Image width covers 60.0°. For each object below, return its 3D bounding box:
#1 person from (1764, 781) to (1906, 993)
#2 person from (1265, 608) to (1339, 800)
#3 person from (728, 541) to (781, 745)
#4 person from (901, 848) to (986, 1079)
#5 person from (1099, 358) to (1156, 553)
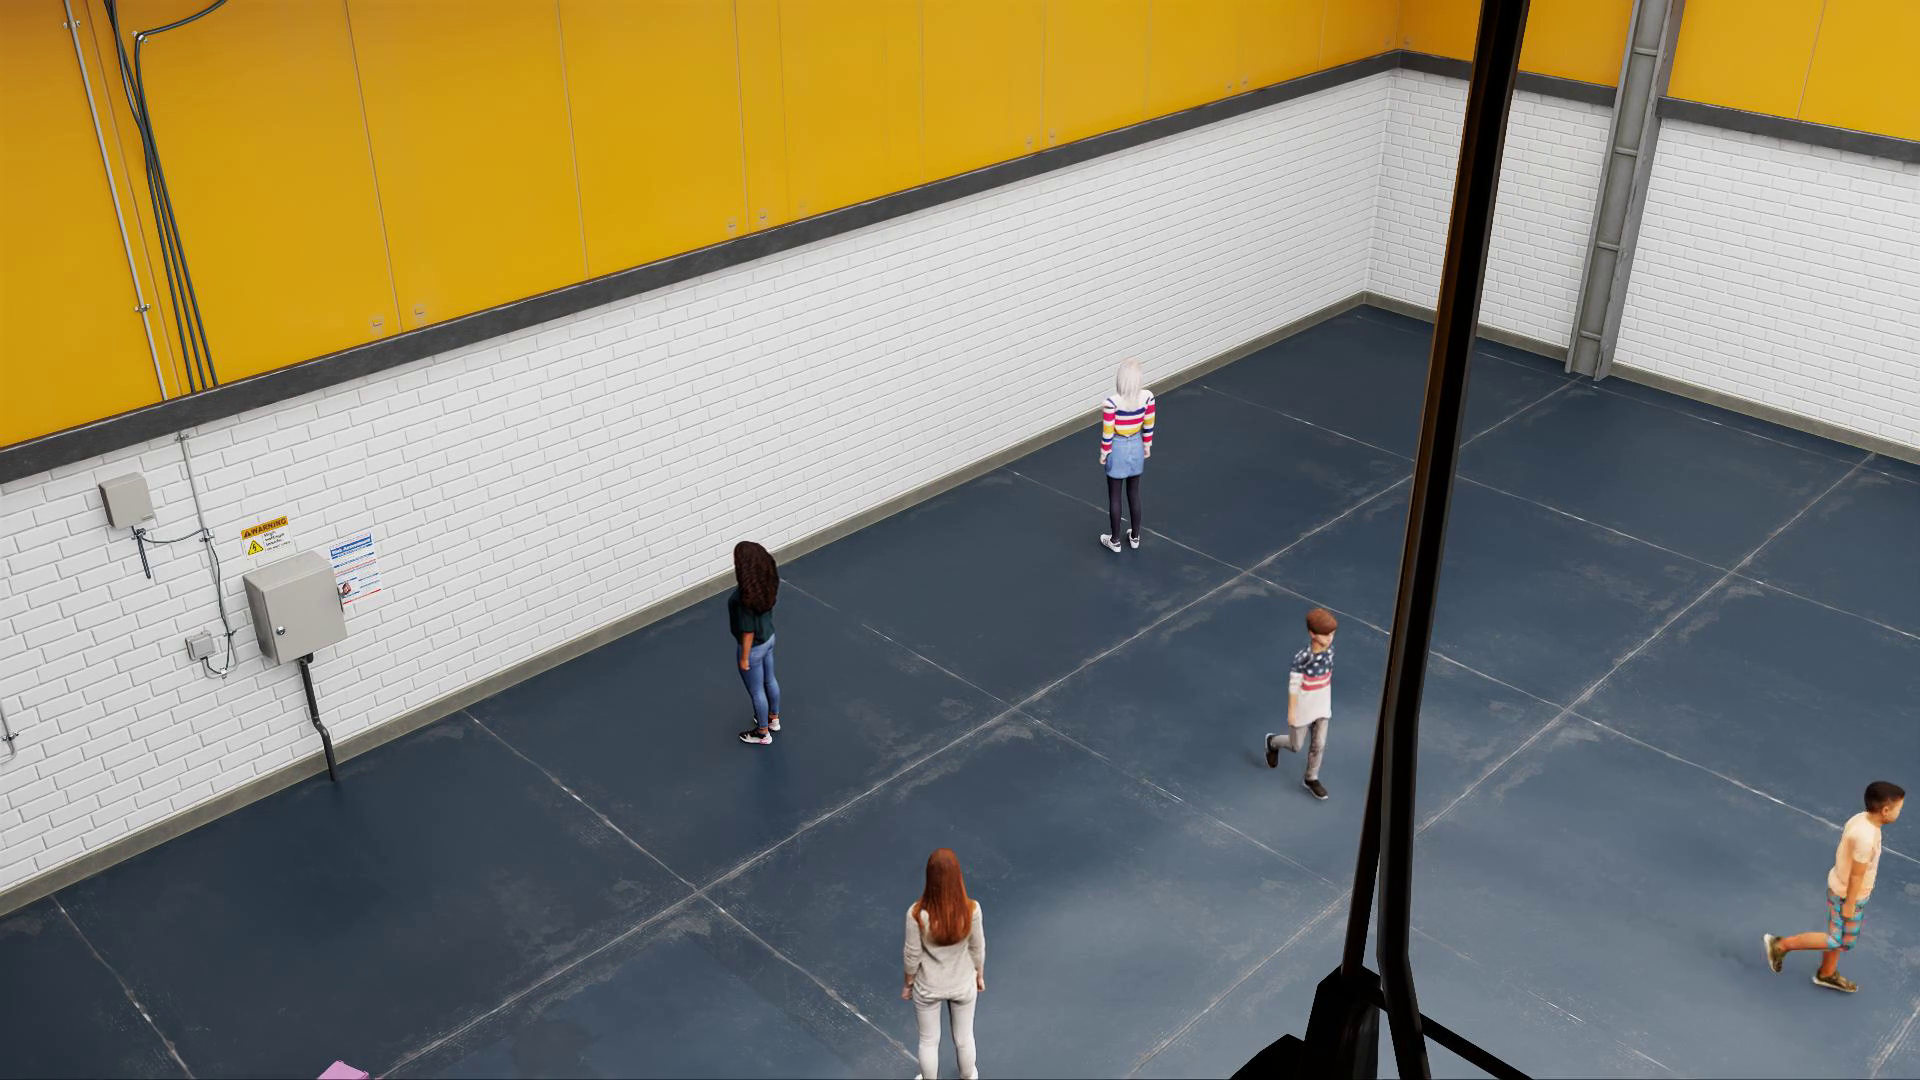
[{"bbox_3d":[5.157,2.044,9.797,0.870,1.443,0.713,17,33,28],"label":"person"},{"bbox_3d":[2.391,1.099,11.544,0.671,1.429,0.865,-14,32,-24],"label":"person"},{"bbox_3d":[-1.477,0.736,12.015,0.716,1.616,0.693,11,30,19],"label":"person"},{"bbox_3d":[-0.084,2.371,8.917,0.698,1.711,0.727,-4,29,-8],"label":"person"},{"bbox_3d":[1.446,-0.752,14.541,0.718,1.809,0.668,-10,30,-18],"label":"person"}]
